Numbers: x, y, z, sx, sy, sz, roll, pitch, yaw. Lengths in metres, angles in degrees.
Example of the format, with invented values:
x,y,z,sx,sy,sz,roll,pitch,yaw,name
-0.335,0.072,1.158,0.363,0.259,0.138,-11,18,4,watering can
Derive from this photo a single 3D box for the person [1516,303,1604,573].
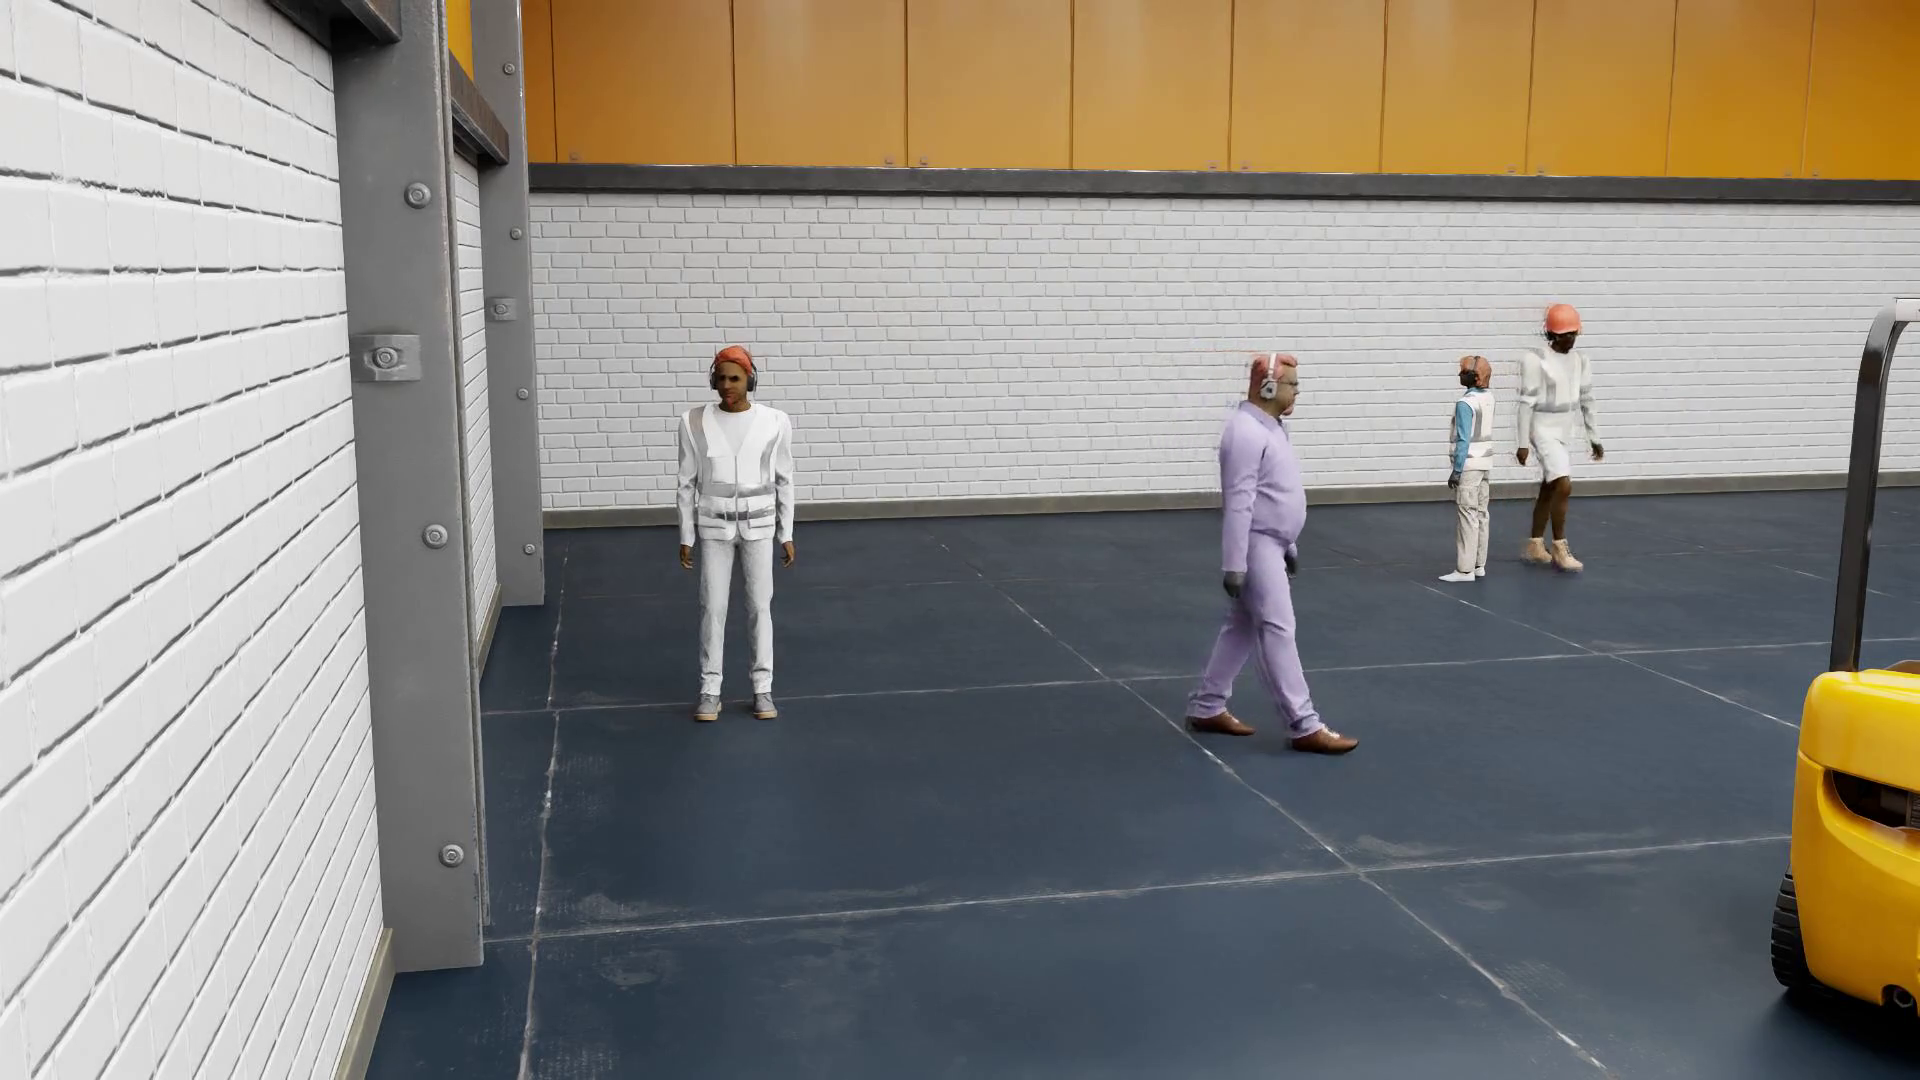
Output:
x,y,z,sx,sy,sz,roll,pitch,yaw,name
4.511,-0.749,12.367,0.660,1.993,0.786,-6,11,-31,person

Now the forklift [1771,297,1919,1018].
x,y,z,sx,sy,sz,roll,pitch,yaw,name
3.542,0.334,5.177,2.313,2.155,1.214,-9,13,-43,forklift

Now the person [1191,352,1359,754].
x,y,z,sx,sy,sz,roll,pitch,yaw,name
1.486,0.054,7.866,0.824,1.869,0.669,3,10,18,person

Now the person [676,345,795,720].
x,y,z,sx,sy,sz,roll,pitch,yaw,name
-1.119,-0.029,8.327,0.583,1.882,0.337,-1,9,-8,person

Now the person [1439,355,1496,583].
x,y,z,sx,sy,sz,roll,pitch,yaw,name
3.682,-0.510,11.992,0.307,1.645,0.514,7,12,37,person
